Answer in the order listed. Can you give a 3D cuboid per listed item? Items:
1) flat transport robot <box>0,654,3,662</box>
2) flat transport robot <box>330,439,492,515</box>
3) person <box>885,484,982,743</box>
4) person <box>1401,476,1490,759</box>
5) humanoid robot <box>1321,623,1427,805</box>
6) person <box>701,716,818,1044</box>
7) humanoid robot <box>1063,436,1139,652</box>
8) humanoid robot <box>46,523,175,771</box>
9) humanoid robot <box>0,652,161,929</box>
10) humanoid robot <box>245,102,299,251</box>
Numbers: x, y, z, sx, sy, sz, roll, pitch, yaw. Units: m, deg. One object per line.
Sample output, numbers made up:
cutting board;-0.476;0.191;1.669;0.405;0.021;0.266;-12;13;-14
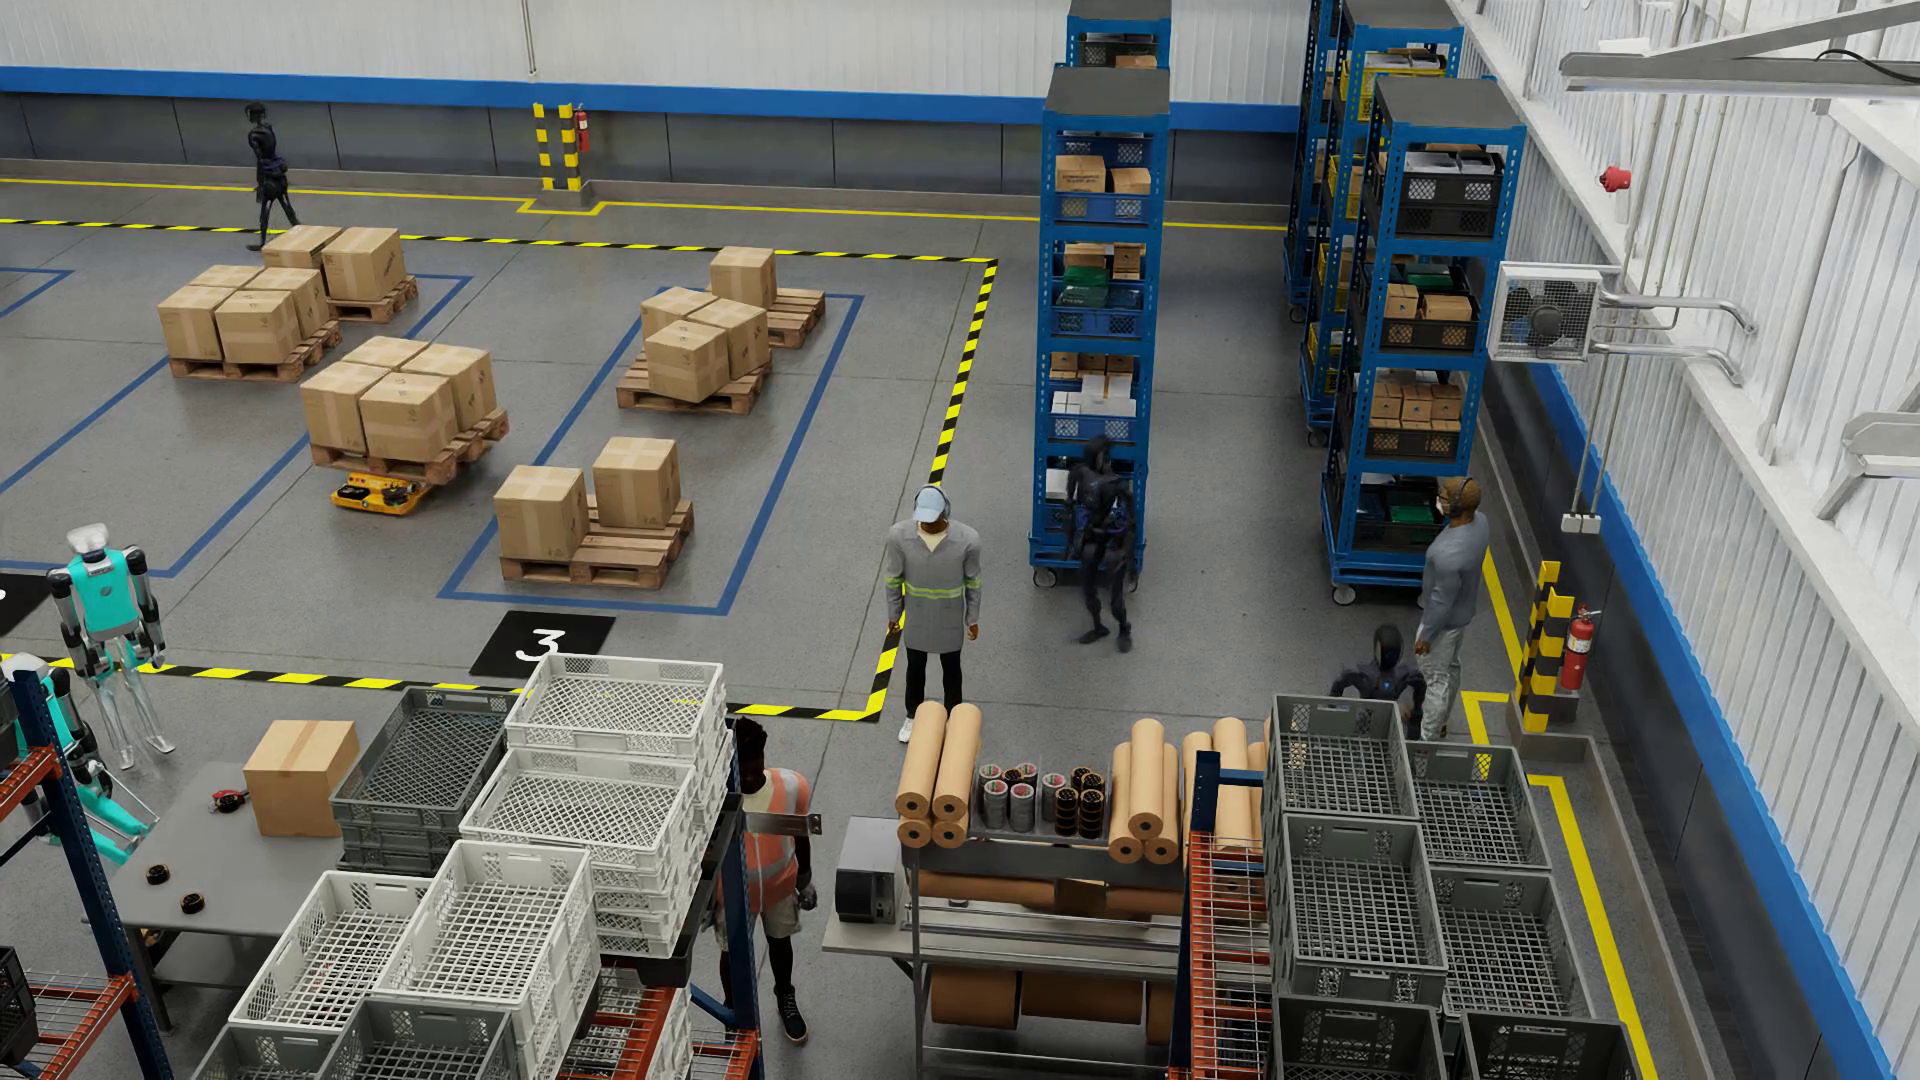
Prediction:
flat transport robot;-7.142;0.969;11.010;1.431;0.231;0.659;3;30;6
flat transport robot;-4.518;-0.661;13.780;0.652;0.197;1.431;9;31;15
person;-0.168;0.469;10.294;0.596;1.849;0.395;3;30;5
person;2.959;0.471;10.205;0.372;1.940;0.630;17;34;27
humanoid robot;2.271;1.156;9.283;0.593;1.644;0.381;-1;30;-2
person;-0.995;1.684;8.094;0.603;1.966;0.367;-10;32;-16
humanoid robot;0.982;0.013;11.252;0.584;1.640;0.415;16;34;26
humanoid robot;-5.159;0.577;10.089;0.533;1.677;0.735;-22;37;-33
humanoid robot;-4.539;1.362;8.741;0.735;1.677;0.533;8;31;13
humanoid robot;-7.536;-3.935;18.042;0.660;1.637;0.588;-2;30;-4
